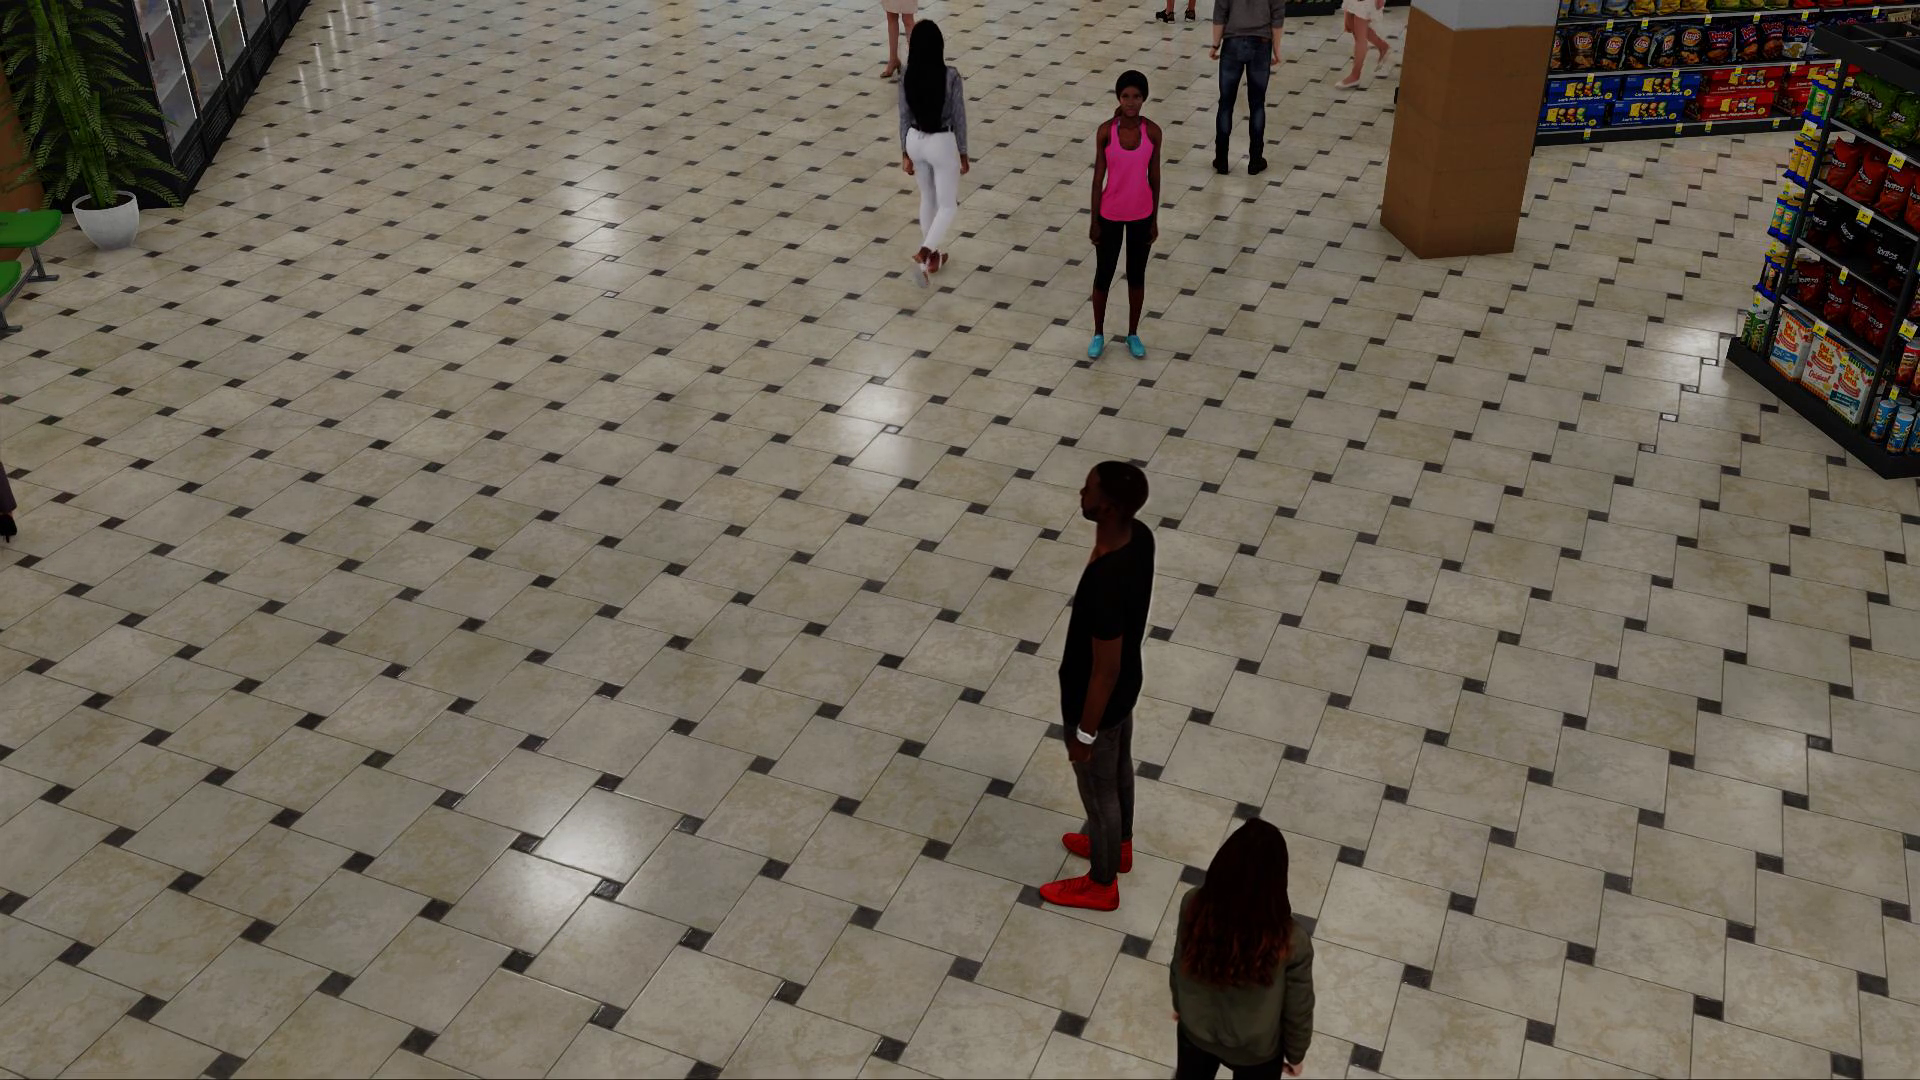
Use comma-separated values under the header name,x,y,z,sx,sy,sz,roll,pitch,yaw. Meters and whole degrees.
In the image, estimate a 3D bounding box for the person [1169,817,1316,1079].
name,x,y,z,sx,sy,sz,roll,pitch,yaw
person,0.769,1.386,4.719,0.635,1.473,0.698,20,37,28

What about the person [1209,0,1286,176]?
name,x,y,z,sx,sy,sz,roll,pitch,yaw
person,2.152,-3.702,12.488,0.663,1.905,0.832,6,32,10

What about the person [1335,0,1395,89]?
name,x,y,z,sx,sy,sz,roll,pitch,yaw
person,3.612,-4.800,14.443,0.870,1.704,0.667,-9,33,-14

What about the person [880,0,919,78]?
name,x,y,z,sx,sy,sz,roll,pitch,yaw
person,-0.537,-4.927,14.618,0.690,1.735,0.749,20,37,29

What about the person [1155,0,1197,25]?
name,x,y,z,sx,sy,sz,roll,pitch,yaw
person,2.190,-6.019,16.259,0.511,1.855,0.727,-6,32,-10

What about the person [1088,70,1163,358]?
name,x,y,z,sx,sy,sz,roll,pitch,yaw
person,0.968,-1.902,9.766,0.529,1.724,0.655,0,32,-1

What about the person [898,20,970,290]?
name,x,y,z,sx,sy,sz,roll,pitch,yaw
person,-0.195,-2.427,10.631,1.038,1.702,0.998,12,34,18

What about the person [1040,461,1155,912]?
name,x,y,z,sx,sy,sz,roll,pitch,yaw
person,0.509,0.522,5.794,0.703,1.805,0.721,10,33,16
